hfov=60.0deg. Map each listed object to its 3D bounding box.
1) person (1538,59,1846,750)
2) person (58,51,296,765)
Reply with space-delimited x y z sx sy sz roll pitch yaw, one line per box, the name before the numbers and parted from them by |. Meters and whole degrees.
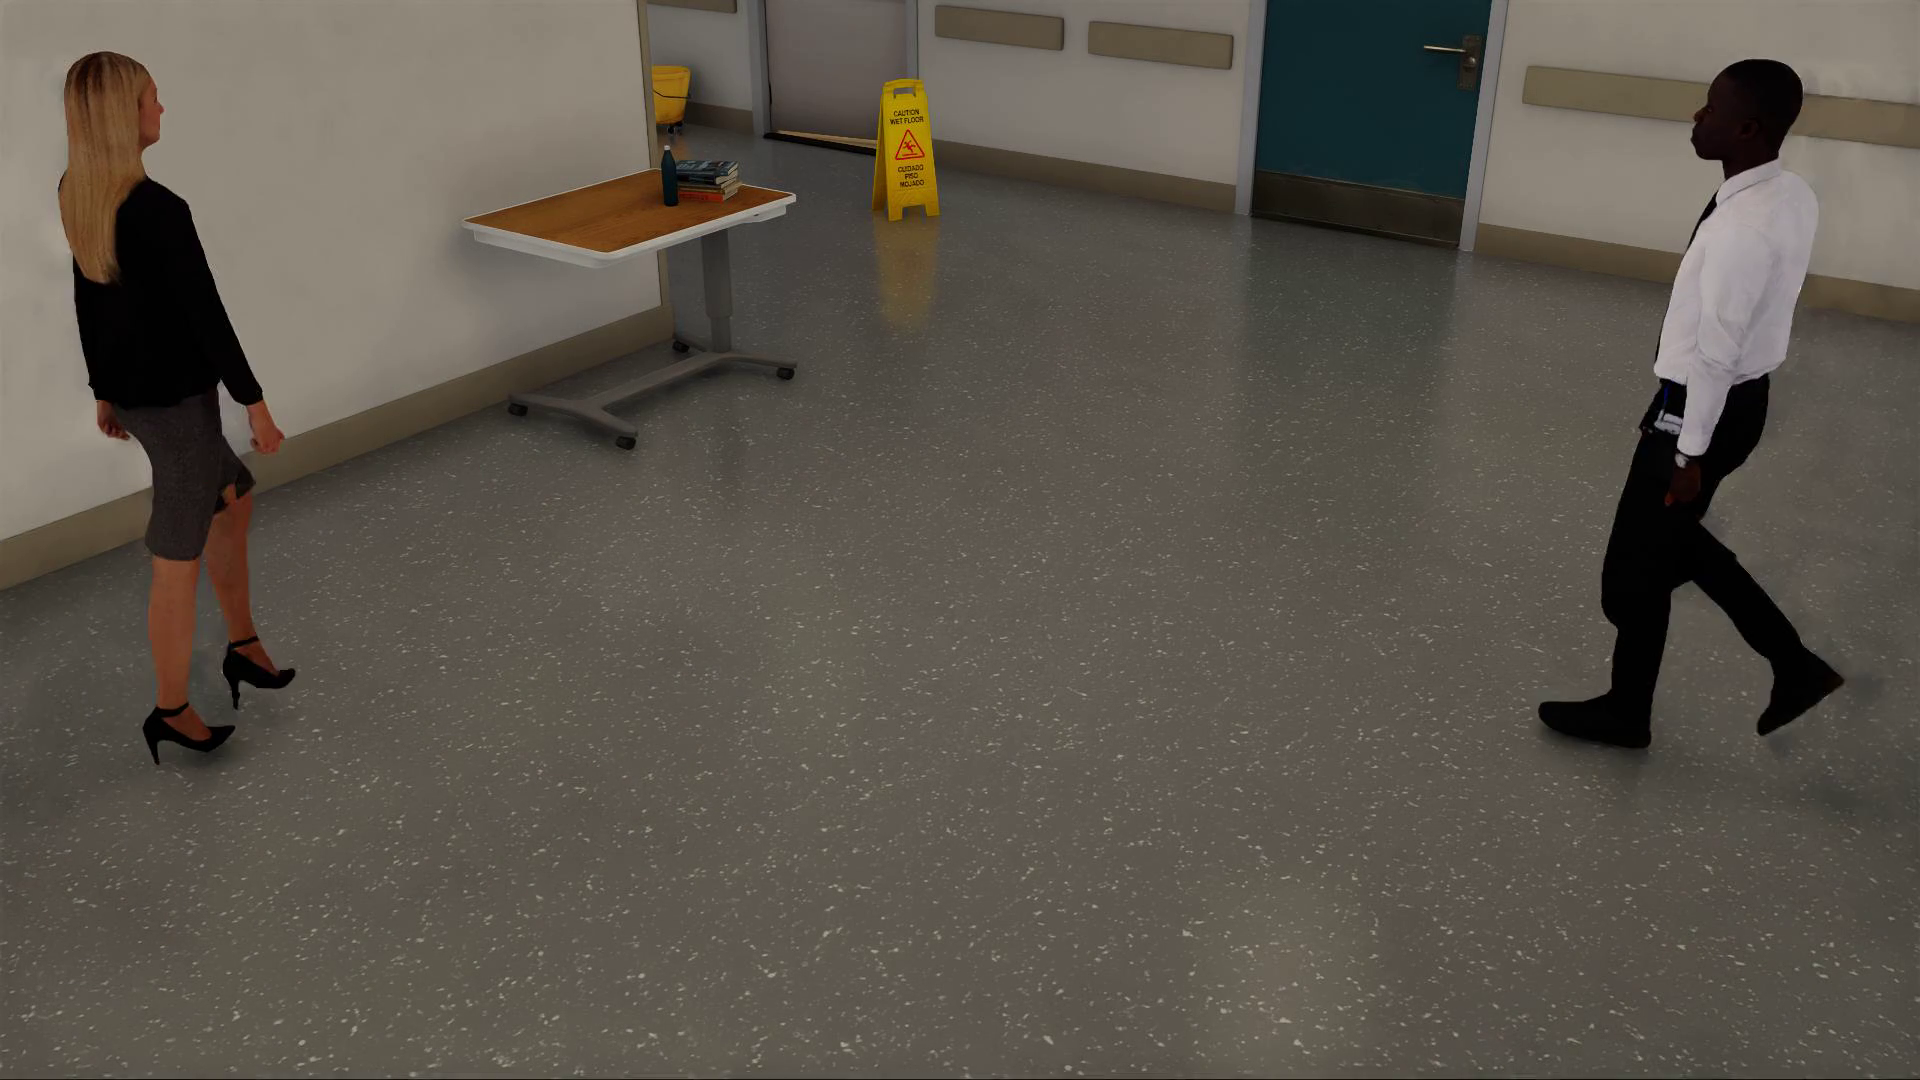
person | 1.936 -0.240 4.124 0.933 1.820 0.672 18 31 33
person | -2.052 -0.245 4.133 0.643 1.821 0.687 16 30 30
